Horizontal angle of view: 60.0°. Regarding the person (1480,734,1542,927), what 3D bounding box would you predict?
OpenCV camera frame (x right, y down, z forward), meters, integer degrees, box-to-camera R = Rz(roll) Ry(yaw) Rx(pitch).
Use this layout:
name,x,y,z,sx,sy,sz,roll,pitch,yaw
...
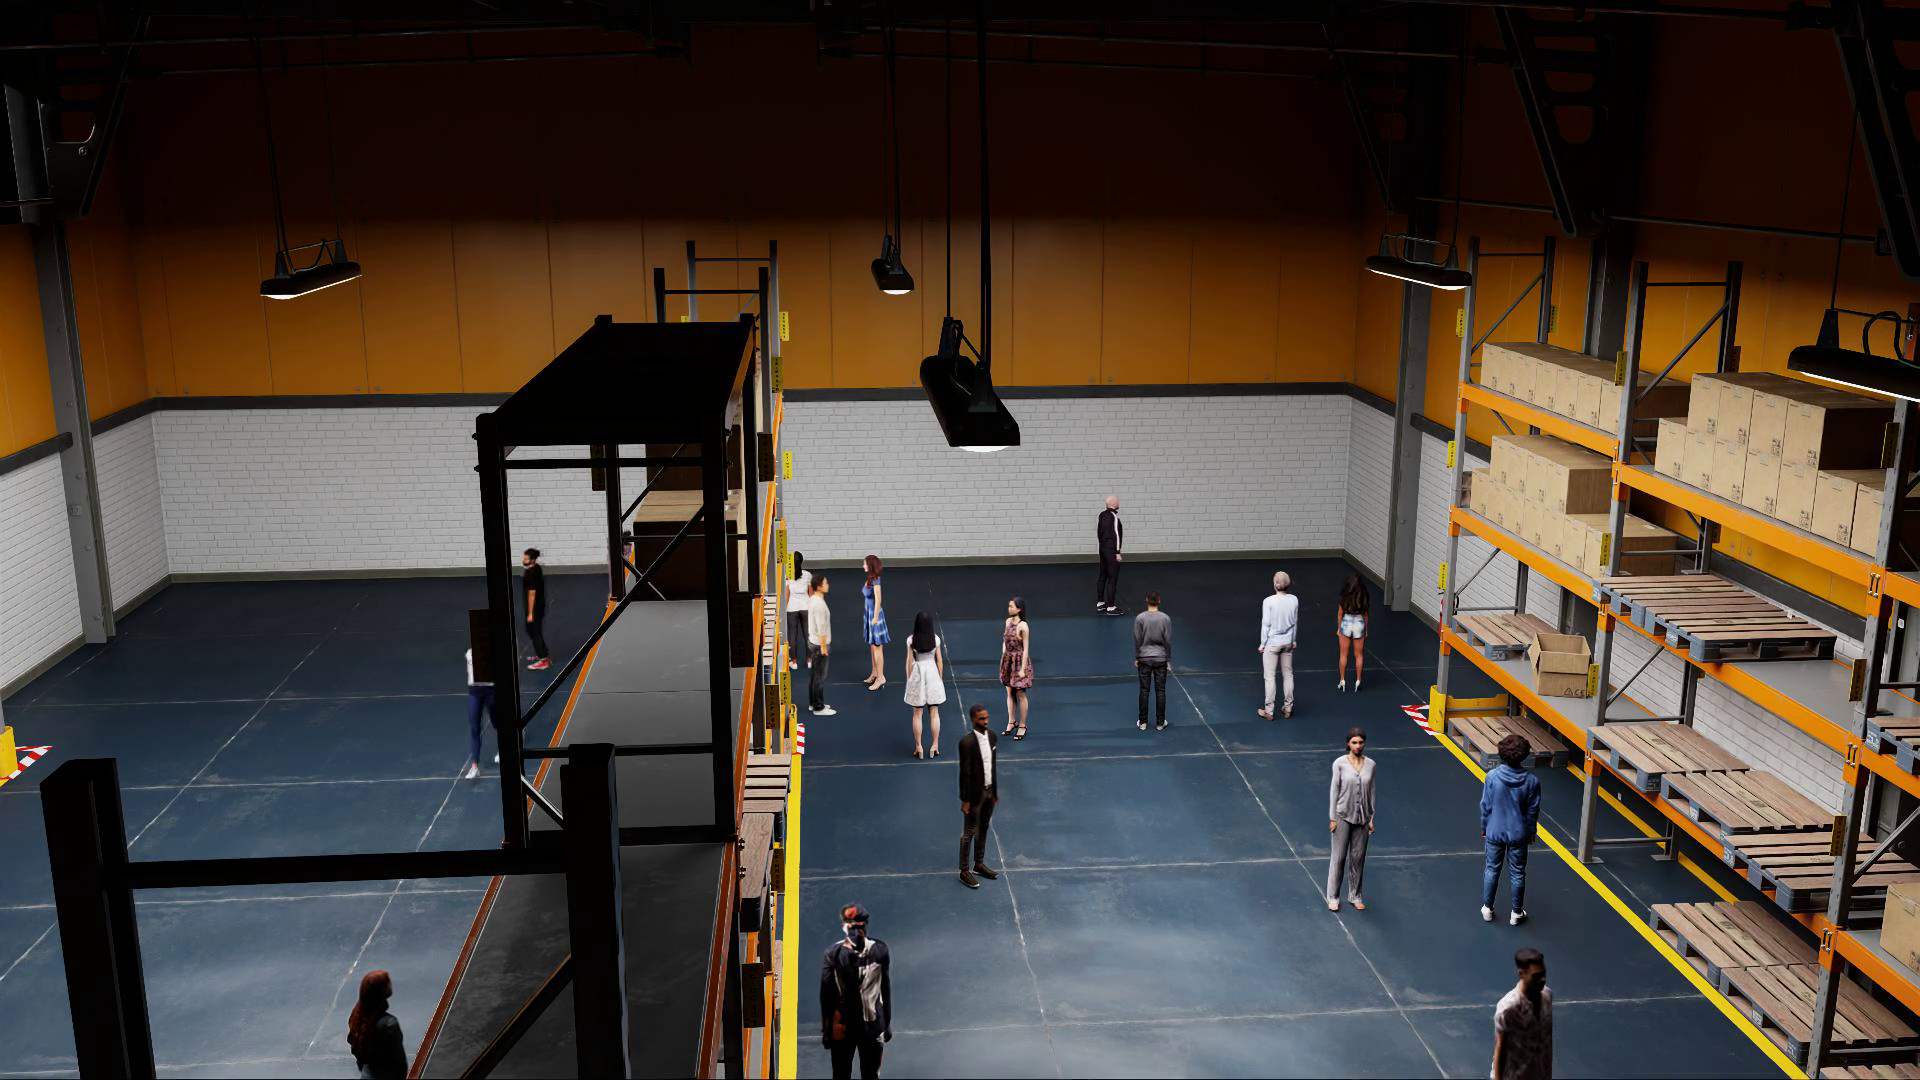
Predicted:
name,x,y,z,sx,sy,sz,roll,pitch,yaw
person,5.068,2.665,15.380,0.759,1.810,0.740,6,15,23

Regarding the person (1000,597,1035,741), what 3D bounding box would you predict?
name,x,y,z,sx,sy,sz,roll,pitch,yaw
person,0.673,1.539,20.104,0.856,1.774,0.776,-10,17,-36

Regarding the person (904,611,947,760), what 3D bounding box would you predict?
name,x,y,z,sx,sy,sz,roll,pitch,yaw
person,-0.420,1.687,19.497,0.630,1.773,0.610,-1,14,-5

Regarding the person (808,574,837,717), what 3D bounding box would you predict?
name,x,y,z,sx,sy,sz,roll,pitch,yaw
person,-1.788,1.306,20.991,0.738,1.811,0.537,-3,14,-13

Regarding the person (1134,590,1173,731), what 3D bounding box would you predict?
name,x,y,z,sx,sy,sz,roll,pitch,yaw
person,2.368,1.467,20.432,0.660,1.761,0.606,2,14,7

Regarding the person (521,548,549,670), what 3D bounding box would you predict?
name,x,y,z,sx,sy,sz,roll,pitch,yaw
person,-5.803,0.934,22.709,0.841,1.726,0.550,-1,14,-4

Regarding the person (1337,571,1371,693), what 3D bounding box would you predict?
name,x,y,z,sx,sy,sz,roll,pitch,yaw
person,5.151,1.199,21.834,0.615,1.623,0.628,2,14,10

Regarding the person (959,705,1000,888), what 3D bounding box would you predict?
name,x,y,z,sx,sy,sz,roll,pitch,yaw
person,0.178,2.468,16.215,0.778,1.800,0.731,12,18,41

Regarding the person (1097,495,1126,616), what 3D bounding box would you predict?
name,x,y,z,sx,sy,sz,roll,pitch,yaw
person,2.287,0.208,25.473,0.816,1.836,0.652,-7,15,-25

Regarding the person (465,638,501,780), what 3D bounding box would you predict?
name,x,y,z,sx,sy,sz,roll,pitch,yaw
person,-5.401,1.811,19.077,0.818,1.730,1.196,3,14,11

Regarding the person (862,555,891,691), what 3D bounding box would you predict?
name,x,y,z,sx,sy,sz,roll,pitch,yaw
person,-1.149,1.076,21.954,0.761,1.805,0.562,-3,14,-14

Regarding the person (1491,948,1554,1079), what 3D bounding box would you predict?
name,x,y,z,sx,sy,sz,roll,pitch,yaw
person,3.807,3.624,11.446,0.899,1.797,1.055,-7,15,-28

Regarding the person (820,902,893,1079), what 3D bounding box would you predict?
name,x,y,z,sx,sy,sz,roll,pitch,yaw
person,-0.739,3.470,11.880,0.729,1.893,0.667,-4,14,-18

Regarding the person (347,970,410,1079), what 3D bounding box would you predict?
name,x,y,z,sx,sy,sz,roll,pitch,yaw
person,-3.884,3.709,11.211,0.674,1.743,0.698,7,15,26

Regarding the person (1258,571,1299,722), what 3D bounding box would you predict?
name,x,y,z,sx,sy,sz,roll,pitch,yaw
person,3.991,1.310,20.800,0.709,1.893,0.639,-4,14,-16

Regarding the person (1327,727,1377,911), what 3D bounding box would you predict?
name,x,y,z,sx,sy,sz,roll,pitch,yaw
person,3.682,2.613,15.671,0.573,1.774,0.521,-1,14,-5

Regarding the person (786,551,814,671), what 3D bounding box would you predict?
name,x,y,z,sx,sy,sz,roll,pitch,yaw
person,-2.209,0.954,22.792,0.593,1.646,0.555,-3,14,-13
